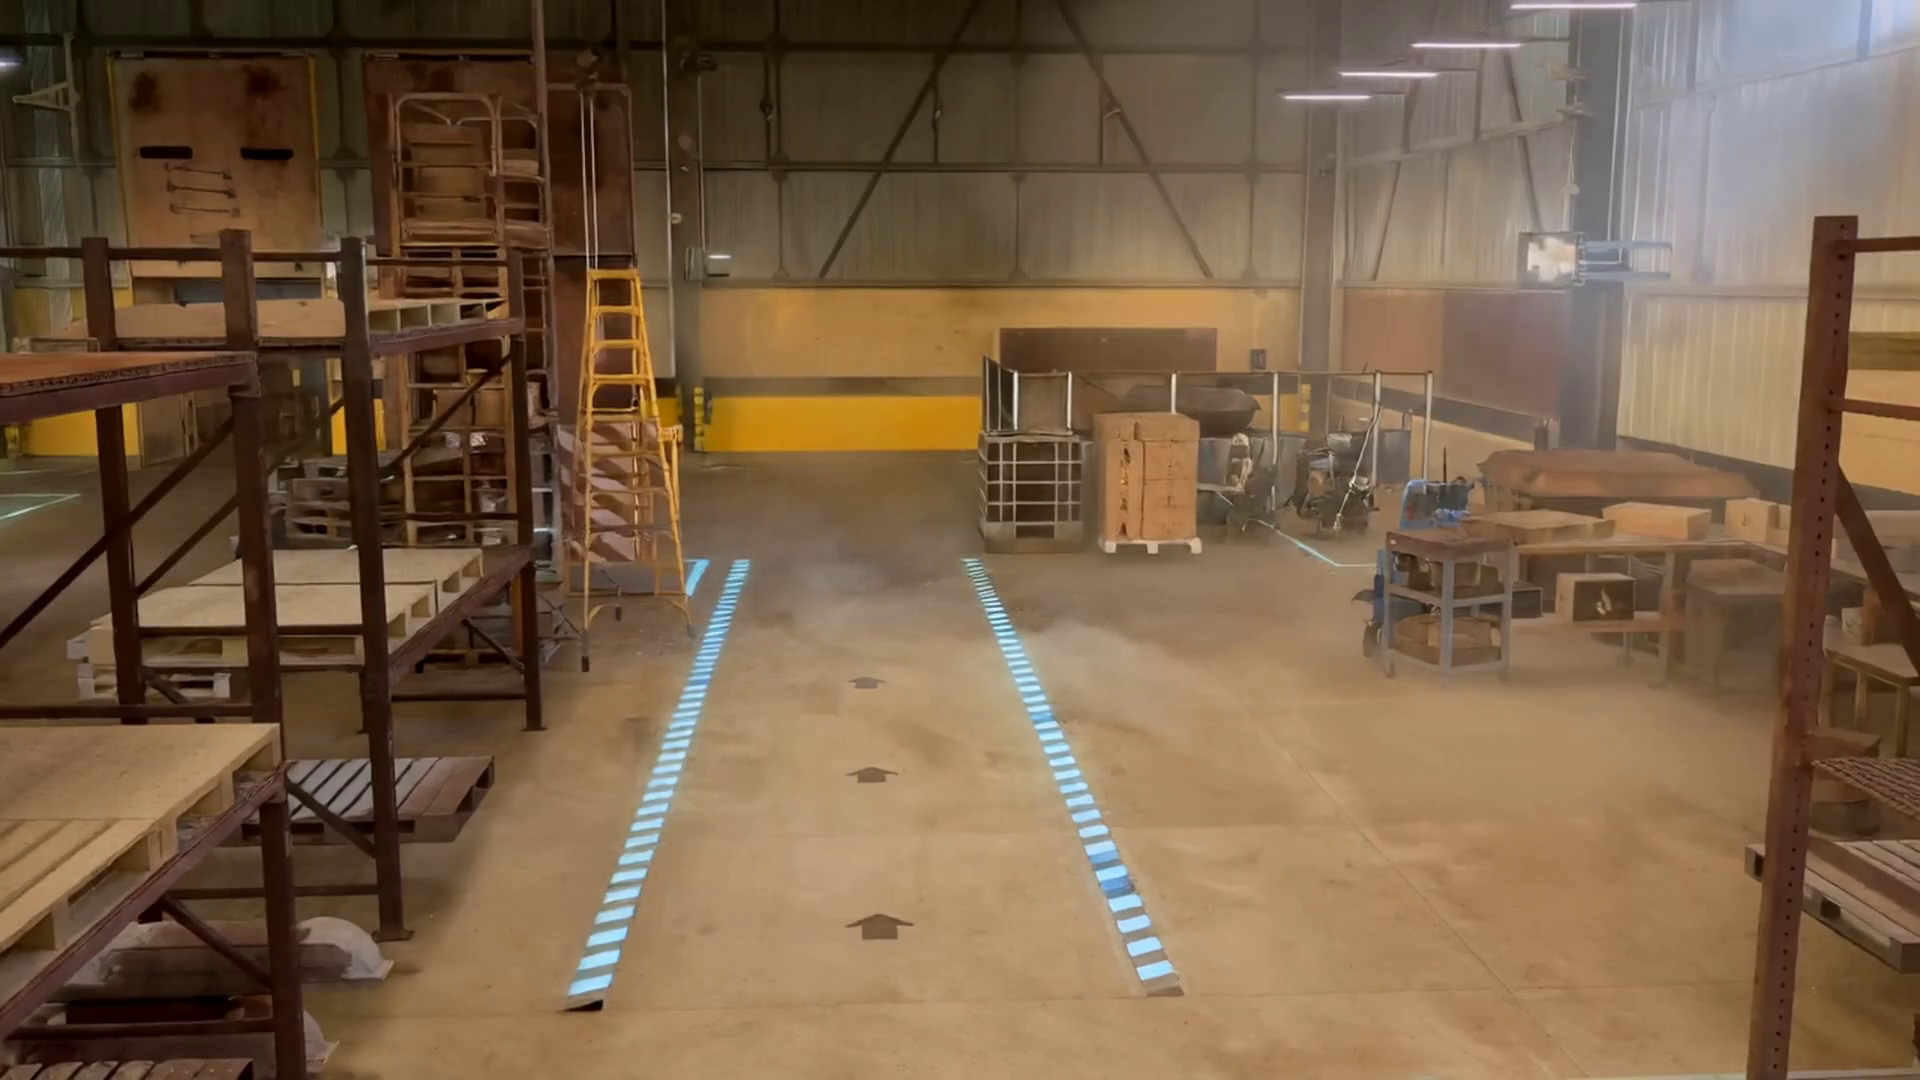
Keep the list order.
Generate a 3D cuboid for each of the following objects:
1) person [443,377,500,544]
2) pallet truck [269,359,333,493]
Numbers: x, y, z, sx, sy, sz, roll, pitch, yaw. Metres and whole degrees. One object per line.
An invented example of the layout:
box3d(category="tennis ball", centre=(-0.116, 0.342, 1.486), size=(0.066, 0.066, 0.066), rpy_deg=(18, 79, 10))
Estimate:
box3d(category="person", centre=(-5.168, -0.756, 17.103), size=(0.940, 1.840, 0.591), rpy_deg=(-6, 11, -32))
box3d(category="pallet truck", centre=(-7.062, -1.131, 18.996), size=(1.885, 1.965, 0.823), rpy_deg=(2, 9, 13))
